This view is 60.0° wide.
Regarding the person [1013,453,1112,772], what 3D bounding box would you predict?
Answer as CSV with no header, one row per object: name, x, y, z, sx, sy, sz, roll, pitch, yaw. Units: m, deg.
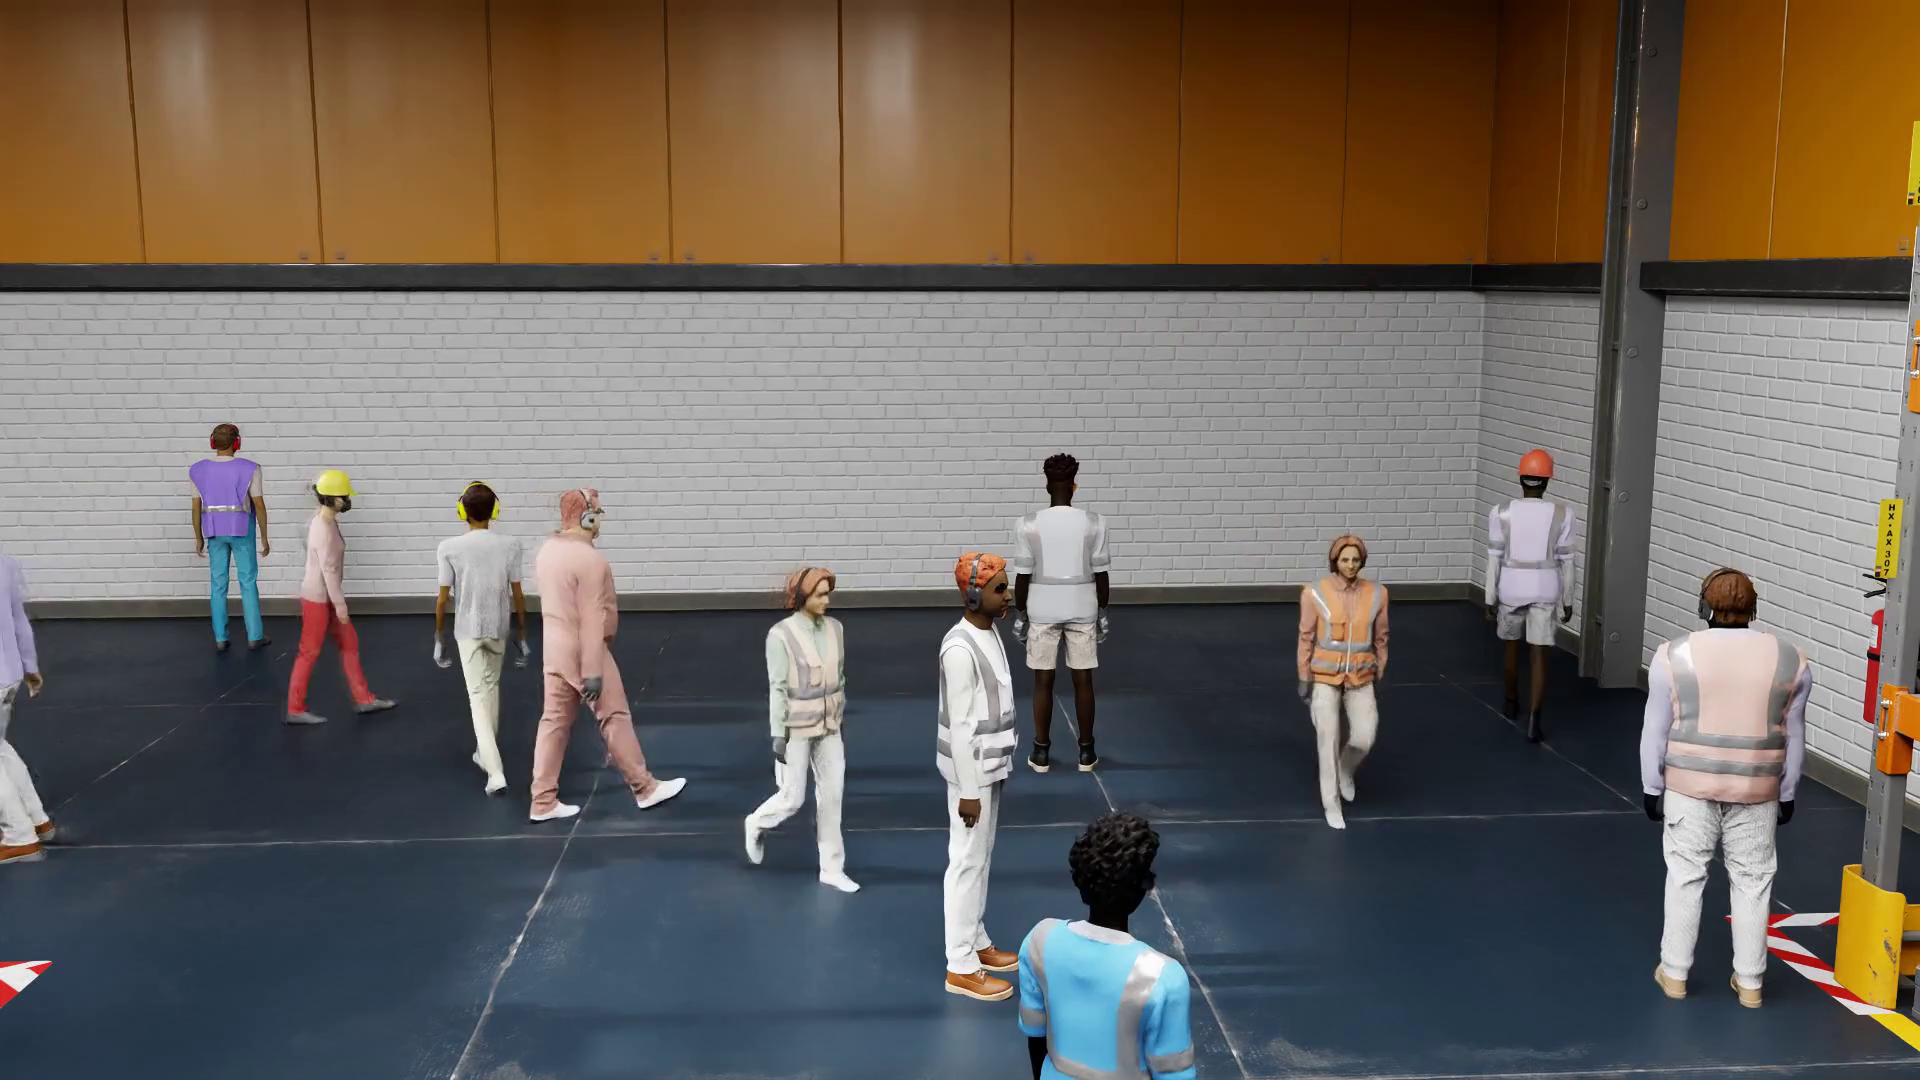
person,0.620,0.449,10.156,0.600,1.958,0.378,0,9,0

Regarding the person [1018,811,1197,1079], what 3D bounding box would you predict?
person,0.383,1.522,4.243,0.532,1.696,0.318,8,12,41

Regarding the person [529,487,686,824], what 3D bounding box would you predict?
person,-2.023,0.635,9.283,0.883,1.865,0.675,-8,12,-40

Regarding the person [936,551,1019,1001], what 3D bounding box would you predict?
person,0.082,0.984,7.046,0.350,1.879,0.583,2,9,11

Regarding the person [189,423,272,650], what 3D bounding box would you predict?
person,-5.902,-0.020,13.460,0.570,1.840,0.373,-1,9,-8

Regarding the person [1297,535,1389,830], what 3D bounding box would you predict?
person,2.104,0.766,9.209,0.520,1.625,0.438,0,9,-1

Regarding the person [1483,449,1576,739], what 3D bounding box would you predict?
person,3.780,0.340,11.049,0.564,1.912,0.808,4,10,21

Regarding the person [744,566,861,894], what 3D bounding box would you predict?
person,-0.784,0.921,8.216,0.613,1.618,0.526,8,12,41

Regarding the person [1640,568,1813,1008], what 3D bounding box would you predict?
person,3.161,1.028,6.930,0.626,1.838,0.429,3,9,16

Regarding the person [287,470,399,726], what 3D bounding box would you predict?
person,-4.199,0.390,11.223,0.820,1.723,0.538,-3,9,-17

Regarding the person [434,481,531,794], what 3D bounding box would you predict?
person,-2.840,0.563,9.874,0.537,1.830,0.952,-5,10,-28

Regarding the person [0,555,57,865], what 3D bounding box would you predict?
person,-4.963,0.759,8.431,0.397,1.883,0.719,0,9,-1
